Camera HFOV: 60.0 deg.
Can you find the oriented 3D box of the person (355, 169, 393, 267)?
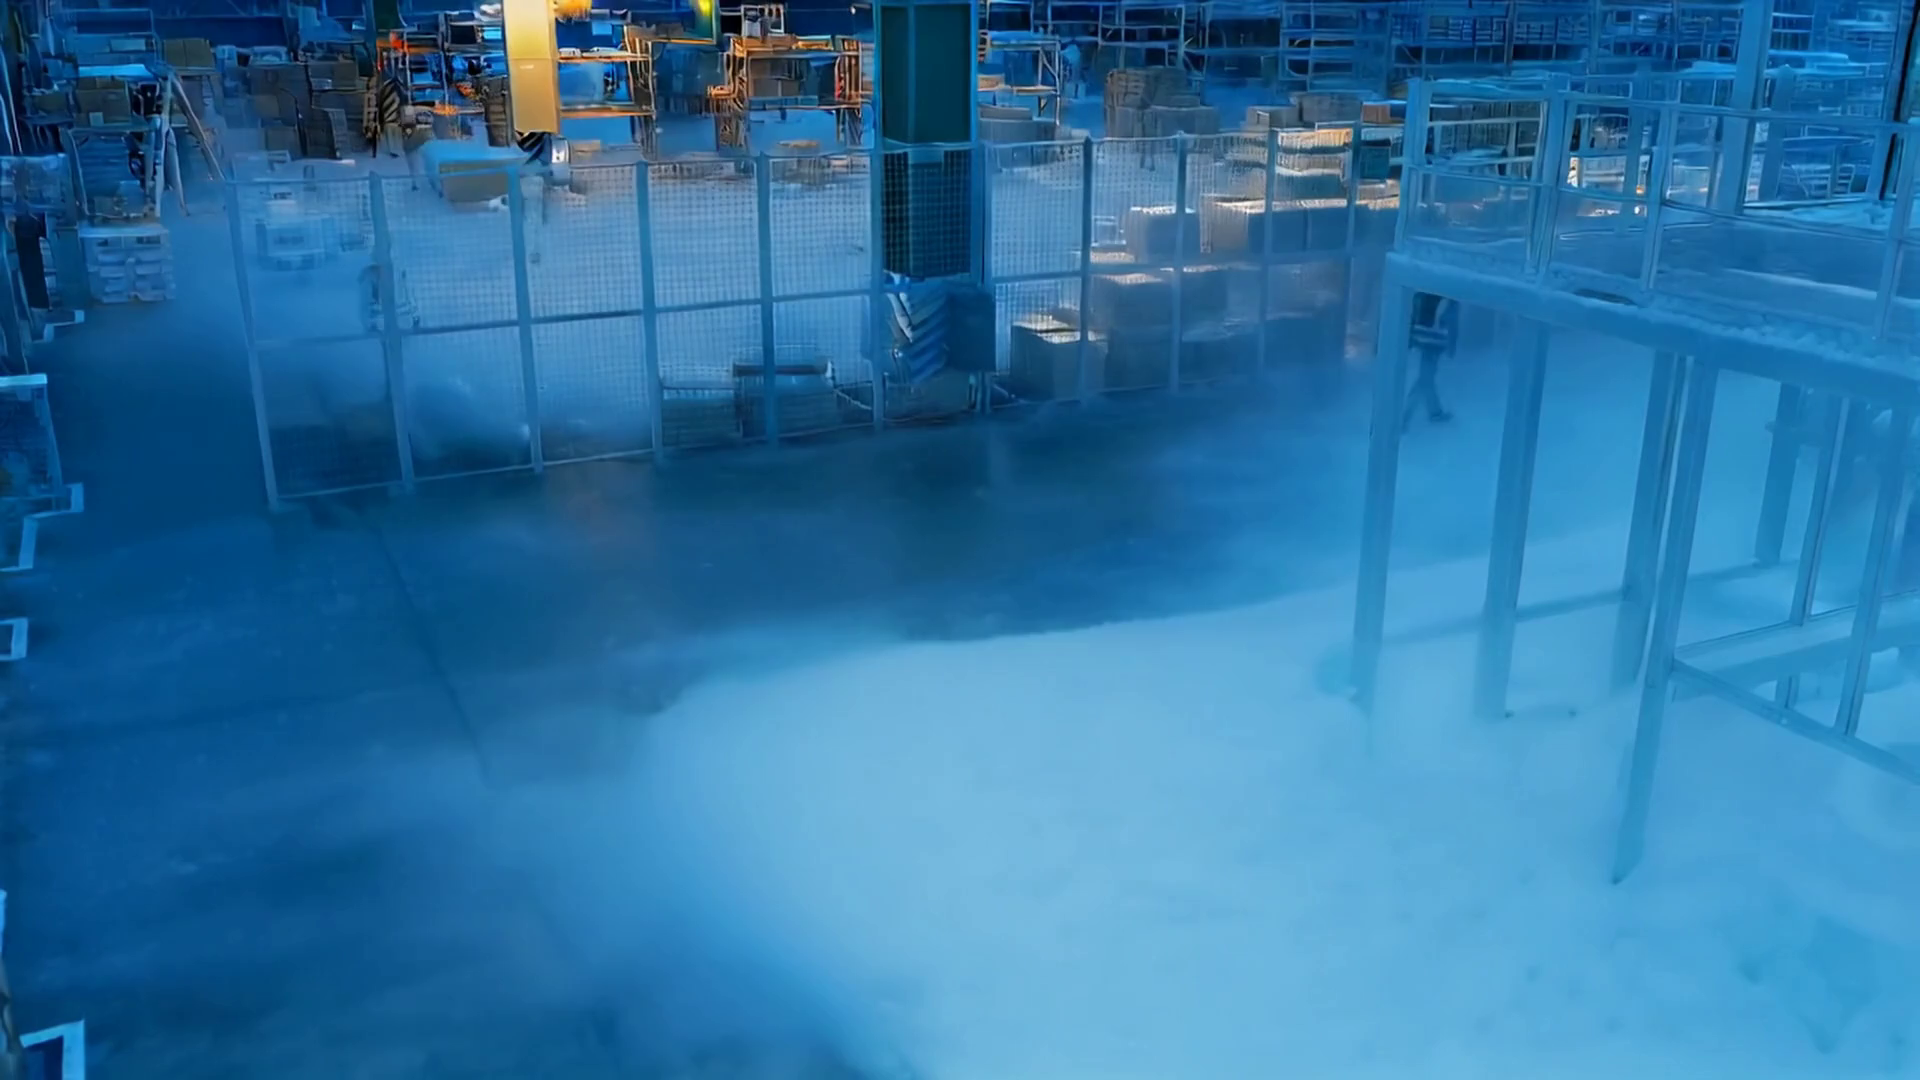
[{"bbox_3d":[-9.109,-4.791,25.963,0.605,1.951,0.383,9,21,25],"label":"person"}]

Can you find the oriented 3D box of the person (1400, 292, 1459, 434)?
[{"bbox_3d":[5.140,-2.095,18.336,0.998,1.839,0.629,-10,22,-28],"label":"person"}]

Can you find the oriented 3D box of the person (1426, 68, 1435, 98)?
[{"bbox_3d":[16.096,-15.374,57.109,0.523,1.639,0.308,-17,25,-40],"label":"person"}]

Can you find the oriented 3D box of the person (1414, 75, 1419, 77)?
[{"bbox_3d":[14.008,-13.399,51.197,0.322,1.765,0.533,18,26,42],"label":"person"}]

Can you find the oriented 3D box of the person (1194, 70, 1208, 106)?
[{"bbox_3d":[7.386,-13.501,51.282,0.608,1.917,1.022,-16,24,-38],"label":"person"}]

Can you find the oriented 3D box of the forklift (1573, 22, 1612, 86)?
[{"bbox_3d":[25.545,-19.353,66.771,1.873,2.768,1.129,-9,21,-25],"label":"forklift"}]

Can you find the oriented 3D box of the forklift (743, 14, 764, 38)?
[{"bbox_3d":[-9.687,-23.327,78.290,1.129,2.768,1.873,-9,21,-25],"label":"forklift"}]

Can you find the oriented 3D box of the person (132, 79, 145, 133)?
[{"bbox_3d":[-25.373,-13.405,51.417,0.523,1.631,0.323,5,20,14],"label":"person"}]

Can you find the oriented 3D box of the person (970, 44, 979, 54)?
[{"bbox_3d":[0.618,-20.280,71.054,0.632,1.820,0.636,-11,22,-29],"label":"person"}]

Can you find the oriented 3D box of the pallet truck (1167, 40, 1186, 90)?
[{"bbox_3d":[9.045,-19.971,69.895,0.823,1.965,1.885,-3,19,-8],"label":"pallet truck"}]

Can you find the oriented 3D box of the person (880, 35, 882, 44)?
[{"bbox_3d":[-3.776,-23.954,81.543,0.547,1.930,0.382,7,20,20],"label":"person"}]

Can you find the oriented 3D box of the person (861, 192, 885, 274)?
[{"bbox_3d":[-1.157,-4.142,24.241,0.429,1.846,0.633,11,22,29],"label":"person"}]

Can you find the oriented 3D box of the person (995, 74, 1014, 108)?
[{"bbox_3d":[1.322,-12.964,49.754,0.586,1.882,0.340,7,20,19],"label":"person"}]

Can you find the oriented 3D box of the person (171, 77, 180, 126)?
[{"bbox_3d":[-25.193,-14.138,53.163,0.605,1.889,0.953,-18,26,-42],"label":"person"}]

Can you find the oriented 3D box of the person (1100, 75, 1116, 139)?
[{"bbox_3d":[4.427,-12.944,49.740,0.528,1.860,0.333,15,24,38],"label":"person"}]

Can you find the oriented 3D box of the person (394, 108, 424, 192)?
[{"bbox_3d":[-12.557,-8.872,37.912,0.610,1.873,1.000,1,19,2],"label":"person"}]

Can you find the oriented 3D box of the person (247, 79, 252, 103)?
[{"bbox_3d":[-23.518,-14.880,55.628,0.537,1.669,0.744,-5,20,-15],"label":"person"}]

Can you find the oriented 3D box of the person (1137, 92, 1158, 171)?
[{"bbox_3d":[4.735,-10.288,41.912,0.545,1.942,0.349,-6,20,-17],"label":"person"}]

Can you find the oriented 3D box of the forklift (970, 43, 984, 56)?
[{"bbox_3d":[0.340,-24.070,80.446,1.129,2.768,1.873,-9,21,-25],"label":"forklift"}]

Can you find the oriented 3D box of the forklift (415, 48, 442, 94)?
[{"bbox_3d":[-21.659,-19.254,66.483,1.129,2.768,1.873,2,19,4],"label":"forklift"}]

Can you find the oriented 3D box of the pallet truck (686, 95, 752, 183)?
[{"bbox_3d":[-5.836,-9.608,39.856,0.823,1.965,1.885,10,22,27],"label":"pallet truck"}]

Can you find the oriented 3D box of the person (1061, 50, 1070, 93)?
[{"bbox_3d":[4.324,-19.194,68.095,0.321,1.697,0.529,8,21,22],"label":"person"}]

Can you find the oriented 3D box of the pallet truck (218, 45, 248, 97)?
[{"bbox_3d":[-28.879,-18.665,66.111,0.823,1.965,1.885,-3,19,-9],"label":"pallet truck"}]

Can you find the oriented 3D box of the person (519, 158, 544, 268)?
[{"bbox_3d":[-7.340,-5.574,28.376,0.576,1.852,0.472,-18,26,-42],"label":"person"}]

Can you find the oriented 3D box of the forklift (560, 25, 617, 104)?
[{"bbox_3d":[-14.055,-17.891,62.534,1.873,2.768,1.129,-9,21,-25],"label":"forklift"}]

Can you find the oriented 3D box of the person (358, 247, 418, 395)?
[{"bbox_3d":[-6.856,-2.649,19.977,0.634,1.814,0.909,0,19,-1],"label":"person"}]

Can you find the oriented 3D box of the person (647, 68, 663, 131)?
[{"bbox_3d":[-9.593,-13.807,52.118,0.372,1.940,0.631,-11,22,-28],"label":"person"}]

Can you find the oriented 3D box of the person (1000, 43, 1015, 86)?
[{"bbox_3d":[1.981,-19.573,68.839,0.629,1.935,0.372,4,19,11],"label":"person"}]

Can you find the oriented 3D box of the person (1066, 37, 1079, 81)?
[{"bbox_3d":[4.910,-20.947,72.728,0.611,1.995,0.380,-3,19,-8],"label":"person"}]
